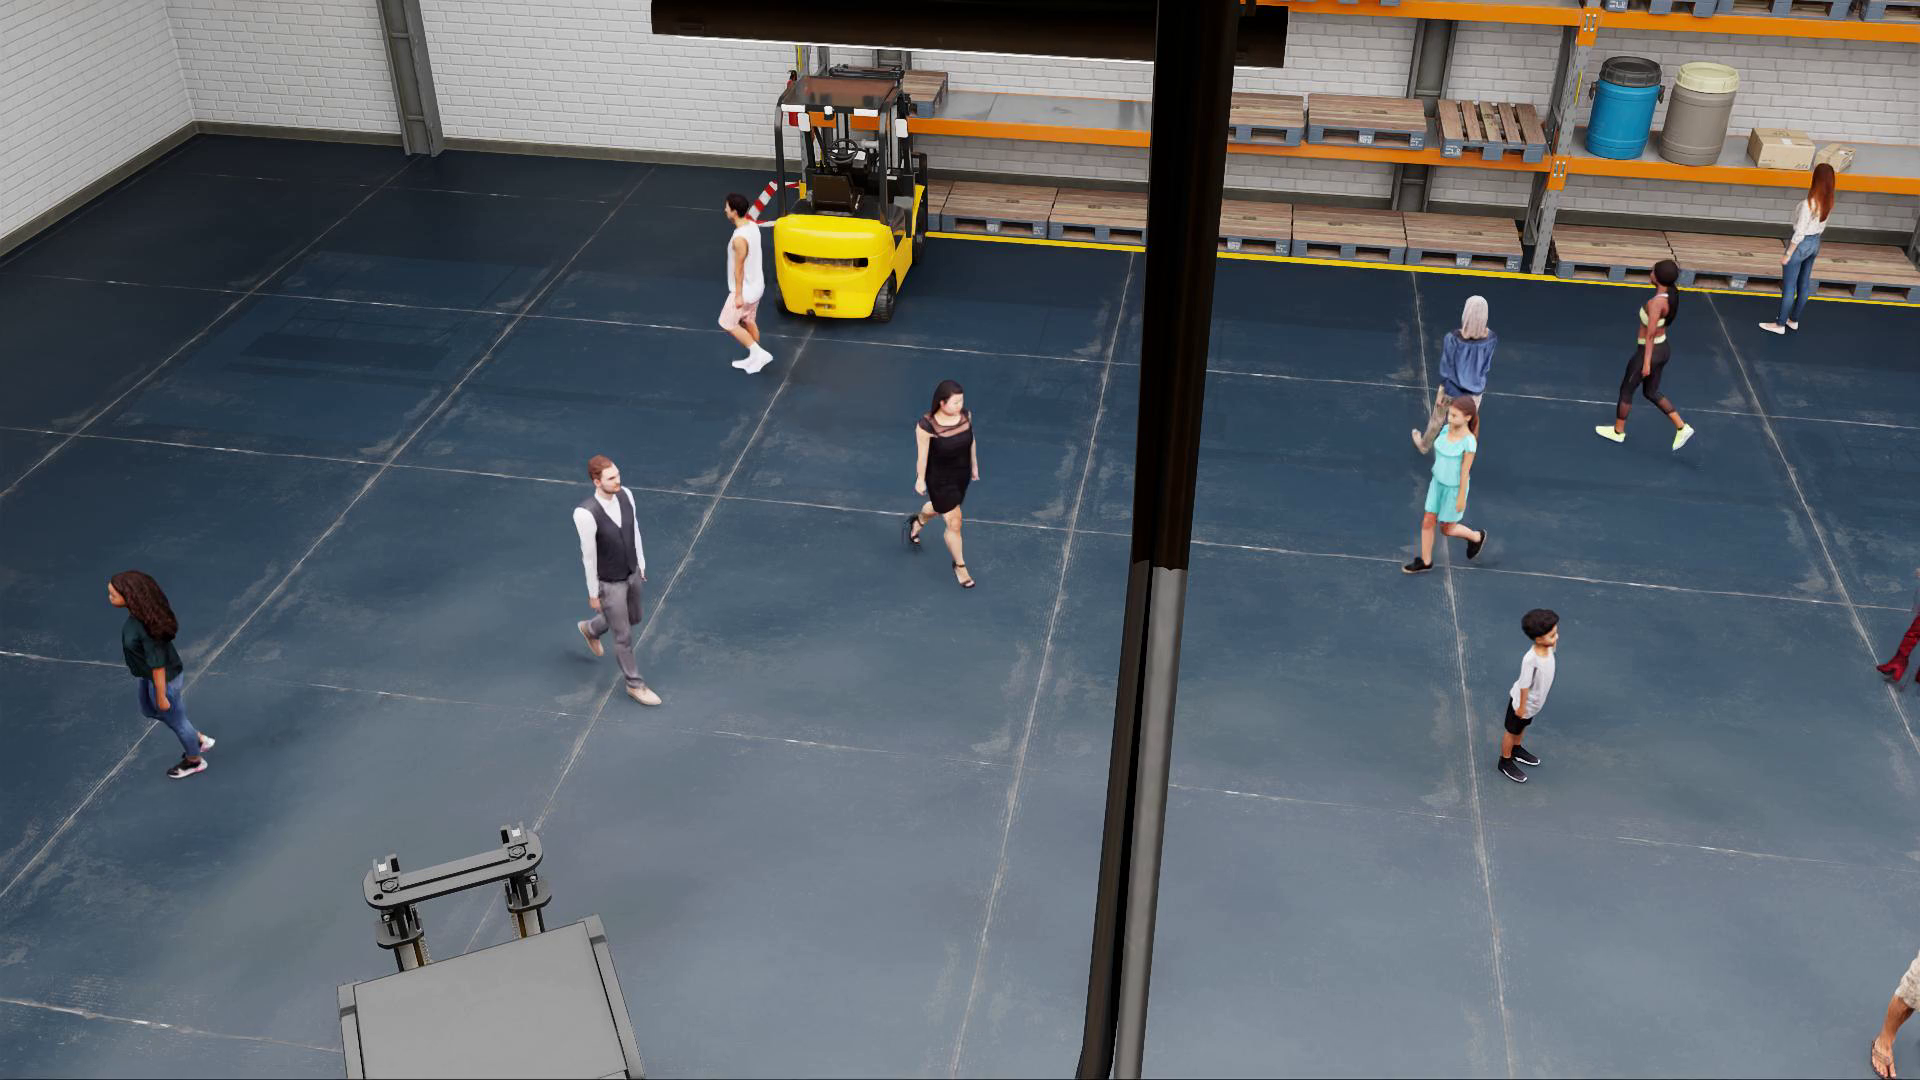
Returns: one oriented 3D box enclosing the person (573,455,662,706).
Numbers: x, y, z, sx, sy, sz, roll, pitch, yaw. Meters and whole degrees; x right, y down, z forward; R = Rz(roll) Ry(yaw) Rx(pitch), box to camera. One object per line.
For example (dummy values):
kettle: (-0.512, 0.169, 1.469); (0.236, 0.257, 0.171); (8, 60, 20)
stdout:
person: (-2.439, 0.232, 11.415); (1.149, 1.913, 0.923); (20, 39, 27)

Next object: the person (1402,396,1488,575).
person: (3.807, -0.409, 12.714); (0.993, 1.542, 0.819); (-10, 35, -15)

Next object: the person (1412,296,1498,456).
person: (4.178, -1.173, 13.762); (1.096, 1.655, 0.903); (-4, 34, -7)

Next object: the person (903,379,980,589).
person: (-0.169, -0.486, 12.709); (1.072, 1.677, 1.185); (-26, 42, -34)

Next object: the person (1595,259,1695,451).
person: (5.998, -1.526, 14.229); (0.962, 1.726, 1.091); (-27, 42, -34)

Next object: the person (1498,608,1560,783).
person: (3.718, 0.982, 10.871); (0.630, 1.265, 0.582); (25, 41, 32)

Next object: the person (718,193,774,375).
person: (-1.909, -2.336, 15.402); (0.687, 1.777, 0.660); (6, 34, 9)

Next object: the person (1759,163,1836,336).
person: (8.226, -2.837, 16.200); (0.627, 1.727, 0.711); (-16, 37, -23)

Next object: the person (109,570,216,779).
person: (-5.081, 0.853, 10.752); (0.772, 1.613, 0.721); (-16, 37, -23)
